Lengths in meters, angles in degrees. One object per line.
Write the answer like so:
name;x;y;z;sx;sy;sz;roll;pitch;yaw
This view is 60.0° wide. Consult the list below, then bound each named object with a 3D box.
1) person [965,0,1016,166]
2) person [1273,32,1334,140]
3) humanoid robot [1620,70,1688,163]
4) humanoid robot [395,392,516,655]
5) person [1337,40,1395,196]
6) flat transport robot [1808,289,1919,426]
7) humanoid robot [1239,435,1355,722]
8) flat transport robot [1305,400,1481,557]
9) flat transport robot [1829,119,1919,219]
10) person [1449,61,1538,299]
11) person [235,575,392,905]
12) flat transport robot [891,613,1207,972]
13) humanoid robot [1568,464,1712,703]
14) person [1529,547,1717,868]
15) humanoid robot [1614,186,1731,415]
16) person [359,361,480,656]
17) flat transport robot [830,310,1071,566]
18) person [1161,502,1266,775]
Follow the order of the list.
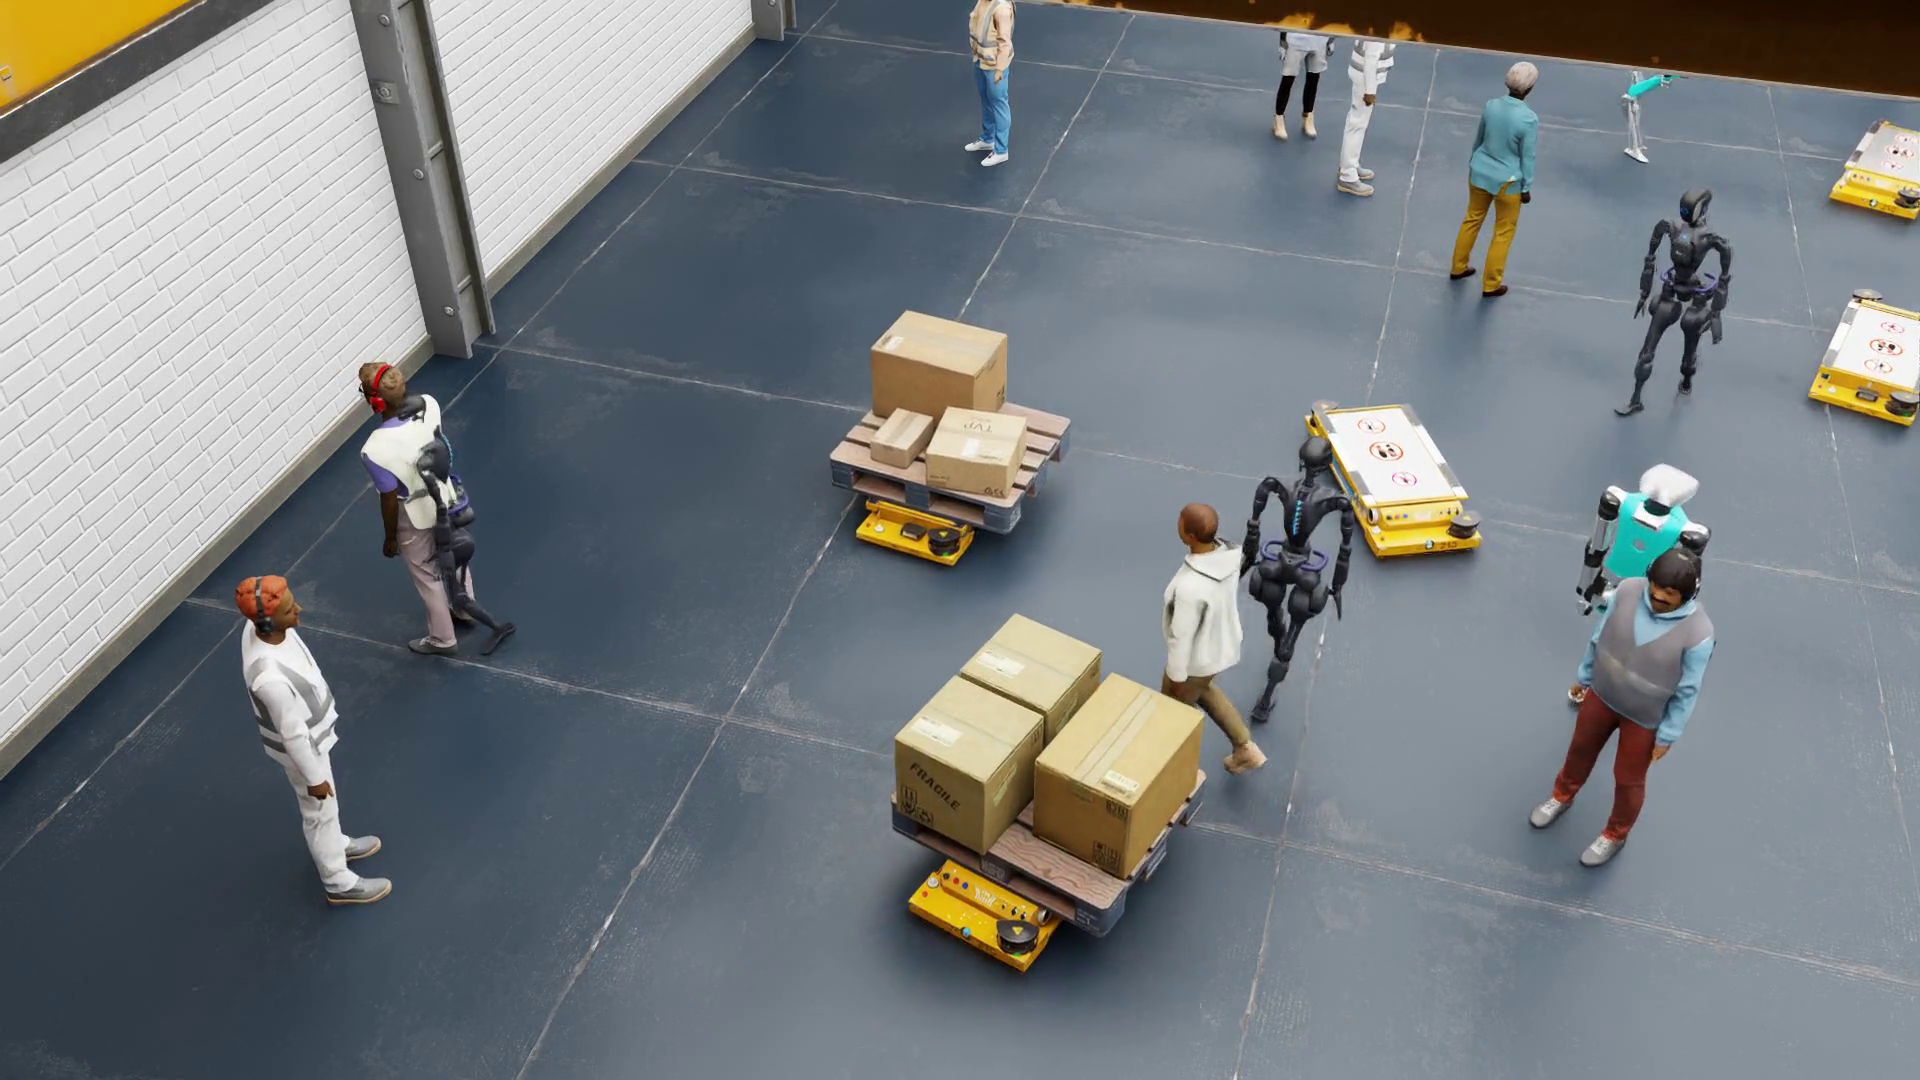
person;0.280;-3.978;13.788;0.364;1.730;0.488;-15;41;-18
person;2.933;-4.226;14.127;0.529;1.686;0.326;-7;39;-9
humanoid robot;5.844;-4.022;13.837;0.747;1.766;0.555;31;48;33
humanoid robot;-2.766;-0.099;9.009;0.373;1.646;0.590;-16;42;-19
person;3.294;-3.719;13.343;0.362;1.883;0.574;10;40;12
flat transport robot;6.435;-1.291;11.610;0.659;0.231;1.431;22;44;25
humanoid robot;1.740;0.163;8.698;0.604;1.623;0.686;17;42;20
flat transport robot;2.721;-0.428;10.536;0.659;0.231;1.431;-5;39;-7
flat transport robot;7.793;-3.104;13.865;0.659;0.231;1.431;24;45;27
person;3.913;-2.614;12.081;0.344;1.745;0.539;-25;45;-28
person;-2.981;0.910;7.585;0.347;1.881;0.576;-14;41;-17
flat transport robot;0.420;1.449;8.202;0.659;0.231;1.431;23;44;26
humanoid robot;3.482;0.299;8.530;0.547;1.864;0.763;29;47;31
person;3.159;0.752;7.796;0.417;1.869;0.557;-23;44;-25
humanoid robot;4.727;-1.546;10.845;0.664;1.640;0.627;-24;45;-27
person;-2.904;-0.157;8.938;0.390;1.850;0.565;12;40;14
flat transport robot;-0.040;-0.386;10.485;0.659;0.231;1.431;16;42;19
person;1.217;0.575;8.099;0.502;1.745;0.557;27;46;30
